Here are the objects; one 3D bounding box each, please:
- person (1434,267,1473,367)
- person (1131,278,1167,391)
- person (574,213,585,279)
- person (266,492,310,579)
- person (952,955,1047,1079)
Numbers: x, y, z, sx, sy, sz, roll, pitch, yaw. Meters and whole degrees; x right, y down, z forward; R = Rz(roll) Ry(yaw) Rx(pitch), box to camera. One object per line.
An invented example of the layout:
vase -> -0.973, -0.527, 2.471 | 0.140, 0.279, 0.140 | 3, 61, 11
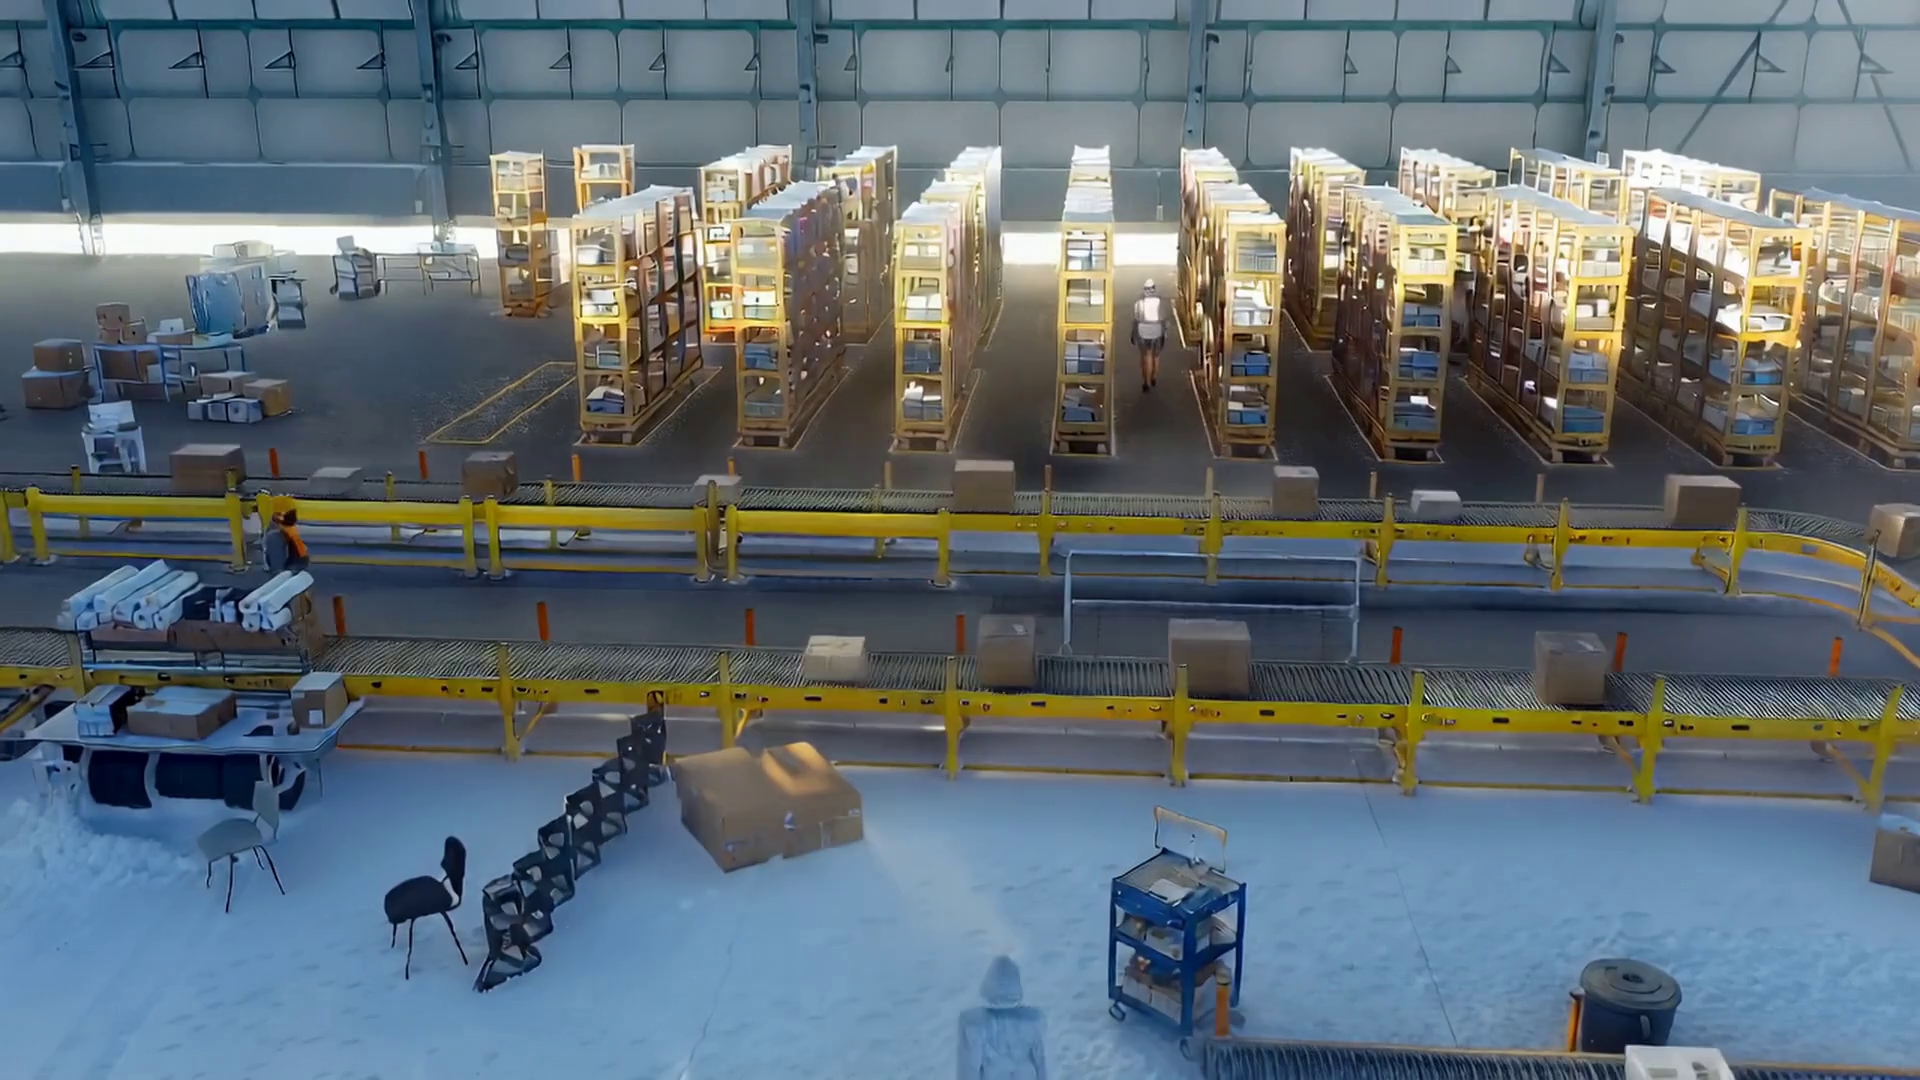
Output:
person -> 9.404, -4.256, 31.886 | 0.776, 1.943, 0.481 | -6, 19, -19
person -> 3.414, -3.751, 30.182 | 0.637, 2.003, 0.941 | 0, 17, 0
person -> -9.777, -7.566, 42.728 | 0.457, 1.728, 0.576 | -1, 18, -3
person -> -7.118, 0.371, 17.446 | 0.823, 1.808, 0.604 | -3, 18, -10
person -> 0.217, 3.031, 9.288 | 0.540, 1.614, 0.538 | -1, 18, -3
